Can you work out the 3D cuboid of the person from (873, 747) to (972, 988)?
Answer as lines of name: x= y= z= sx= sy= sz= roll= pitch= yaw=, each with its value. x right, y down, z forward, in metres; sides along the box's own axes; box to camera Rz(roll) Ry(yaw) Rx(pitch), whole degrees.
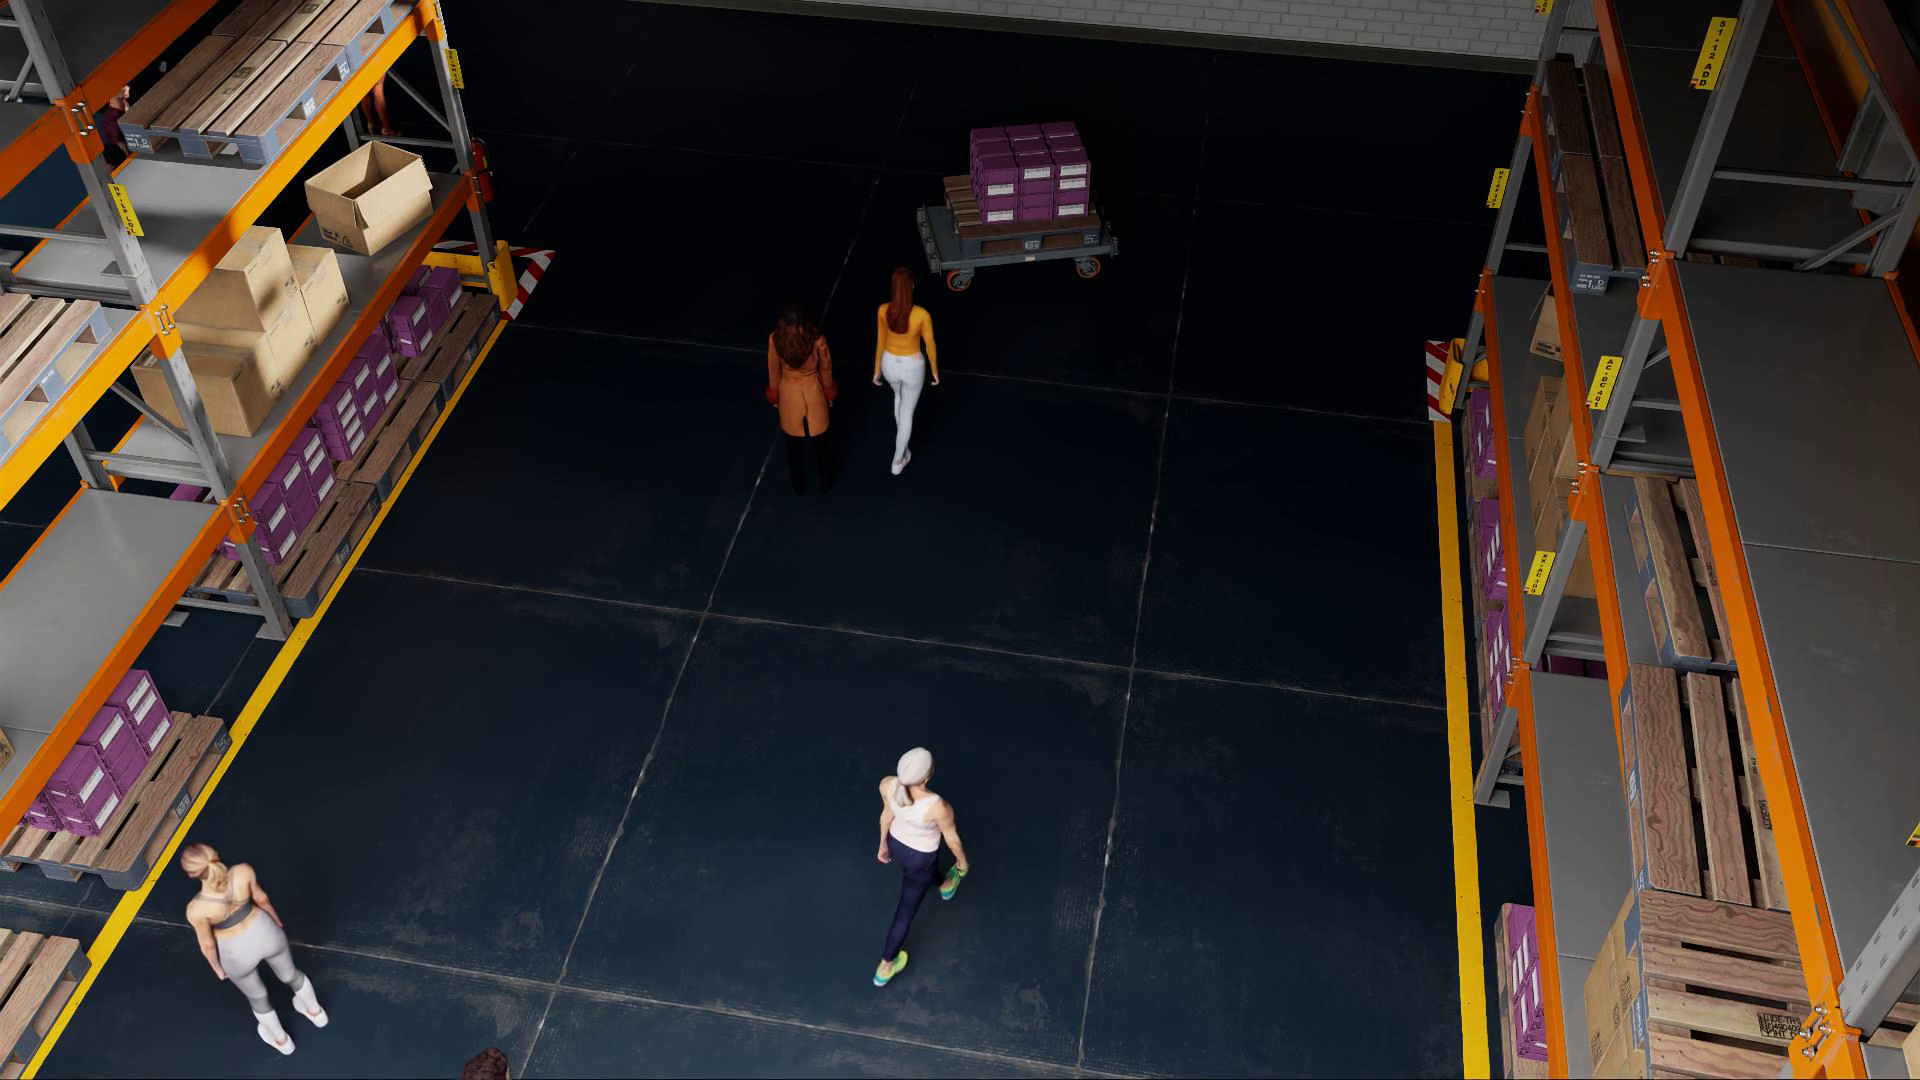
person: x=-0.291 y=1.805 z=9.100 sx=0.975 sy=1.648 sz=1.275 roll=26 pitch=49 yaw=25

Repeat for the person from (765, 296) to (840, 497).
person: x=-1.138 y=-1.035 z=12.029 sx=0.730 sy=1.720 sz=0.653 roll=-1 pitch=44 yaw=-1

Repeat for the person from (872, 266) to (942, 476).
person: x=-0.431 y=-1.176 z=12.167 sx=0.657 sy=1.735 sz=0.701 roll=10 pitch=45 yaw=11

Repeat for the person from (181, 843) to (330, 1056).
person: x=-3.715 y=2.131 z=8.719 sx=0.703 sy=1.702 sz=0.599 roll=30 pitch=51 yaw=28
